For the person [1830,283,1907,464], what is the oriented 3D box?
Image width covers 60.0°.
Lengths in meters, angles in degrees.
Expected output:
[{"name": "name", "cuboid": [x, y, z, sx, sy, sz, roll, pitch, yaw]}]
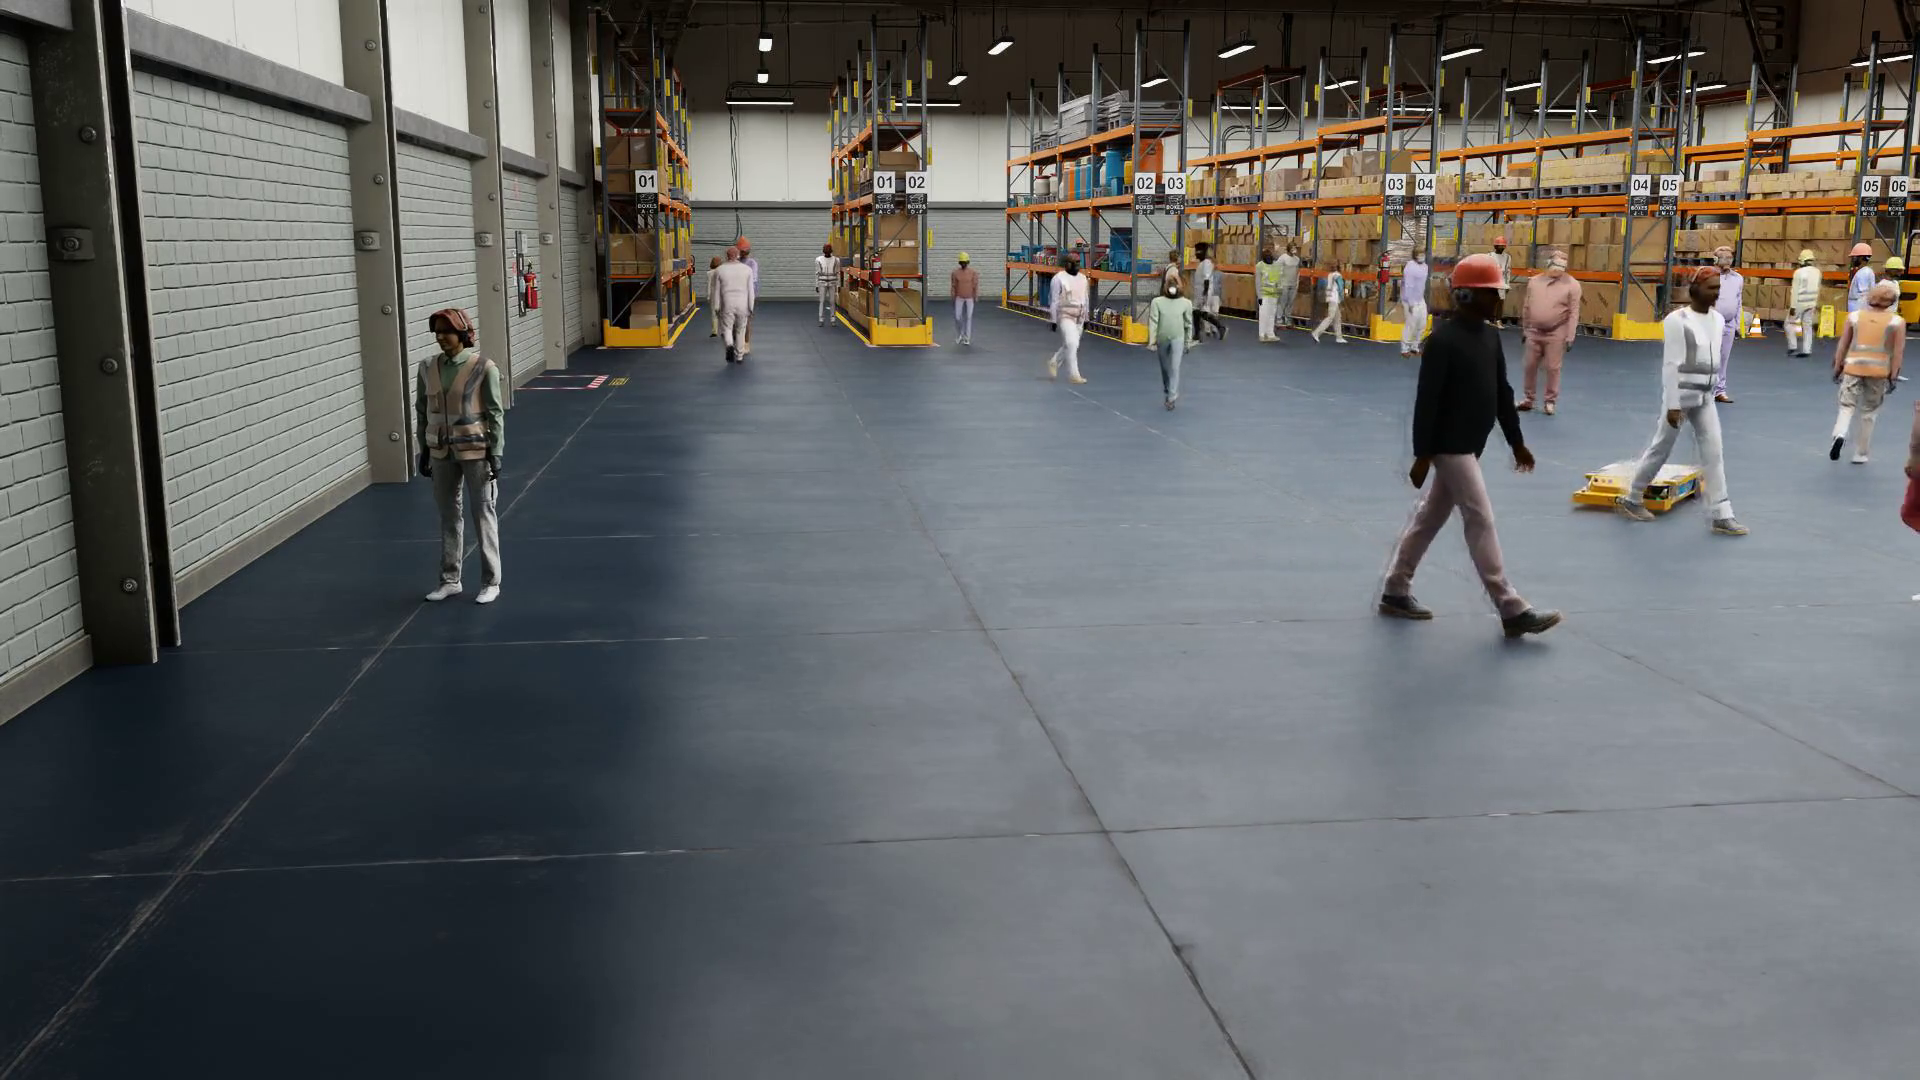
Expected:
[{"name": "person", "cuboid": [8.014, -1.457, 14.730, 0.559, 1.616, 0.555, 9, 13, 40]}]

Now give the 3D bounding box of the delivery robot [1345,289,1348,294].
[{"name": "delivery robot", "cuboid": [11.505, -7.346, 49.683, 0.707, 0.478, 0.477, 4, 11, 23]}]

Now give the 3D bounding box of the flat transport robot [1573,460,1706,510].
[{"name": "flat transport robot", "cuboid": [5.288, -0.439, 12.855, 0.652, 0.197, 1.431, 7, 13, 35]}]

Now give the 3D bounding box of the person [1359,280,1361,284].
[{"name": "person", "cuboid": [11.947, -7.953, 49.556, 0.493, 1.902, 0.639, 6, 12, 30]}]

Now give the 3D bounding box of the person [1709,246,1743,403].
[{"name": "person", "cuboid": [9.268, -2.626, 20.344, 0.642, 1.913, 0.409, -2, 10, -8]}]

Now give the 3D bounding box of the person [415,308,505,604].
[{"name": "person", "cuboid": [-2.762, -0.459, 9.211, 0.518, 1.639, 0.312, 3, 11, 15]}]

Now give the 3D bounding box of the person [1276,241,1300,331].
[{"name": "person", "cuboid": [7.099, -5.489, 35.998, 0.632, 1.931, 0.375, -8, 13, -37]}]

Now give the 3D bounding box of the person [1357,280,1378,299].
[{"name": "person", "cuboid": [10.014, -6.265, 40.902, 0.505, 1.699, 0.901, 0, 10, -1]}]

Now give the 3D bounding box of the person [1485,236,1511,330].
[{"name": "person", "cuboid": [11.707, -5.582, 36.222, 0.606, 2.035, 0.405, -1, 10, -7]}]

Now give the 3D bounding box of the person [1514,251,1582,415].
[{"name": "person", "cuboid": [6.701, -2.357, 18.994, 0.740, 1.870, 0.468, 10, 14, 42]}]

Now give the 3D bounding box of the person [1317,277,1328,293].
[{"name": "person", "cuboid": [8.949, -6.313, 41.211, 0.538, 1.679, 0.686, 0, 10, 3]}]

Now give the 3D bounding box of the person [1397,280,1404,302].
[{"name": "person", "cuboid": [10.498, -5.977, 38.747, 0.558, 1.917, 0.694, 0, 10, 1]}]

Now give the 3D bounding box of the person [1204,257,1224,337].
[{"name": "person", "cuboid": [5.062, -4.881, 33.550, 0.523, 1.603, 0.750, 1, 10, 7]}]

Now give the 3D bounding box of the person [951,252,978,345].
[{"name": "person", "cuboid": [0.092, -4.533, 31.246, 0.521, 1.746, 0.405, 1, 10, 5]}]

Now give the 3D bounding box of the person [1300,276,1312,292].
[{"name": "person", "cuboid": [8.872, -6.510, 41.703, 0.676, 1.885, 0.418, -3, 11, -18]}]

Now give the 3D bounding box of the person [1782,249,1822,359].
[{"name": "person", "cuboid": [14.078, -3.941, 27.825, 0.619, 1.810, 0.544, -4, 11, -20]}]

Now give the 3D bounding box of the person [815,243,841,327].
[{"name": "person", "cuboid": [-2.990, -5.773, 37.666, 0.574, 1.886, 0.360, -1, 10, -5]}]

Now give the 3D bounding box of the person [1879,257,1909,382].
[{"name": "person", "cuboid": [13.021, -3.065, 23.205, 0.543, 1.743, 0.661, -8, 13, -36]}]

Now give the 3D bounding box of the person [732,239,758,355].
[{"name": "person", "cuboid": [-3.756, -4.156, 28.531, 0.621, 2.003, 0.453, 5, 12, 26]}]

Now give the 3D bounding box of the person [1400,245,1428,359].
[{"name": "person", "cuboid": [7.524, -3.937, 27.577, 0.663, 1.894, 0.506, -10, 14, -43]}]

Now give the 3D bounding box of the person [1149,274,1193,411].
[{"name": "person", "cuboid": [2.506, -2.356, 19.734, 0.494, 1.595, 0.853, 3, 11, 15]}]

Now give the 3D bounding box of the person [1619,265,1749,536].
[{"name": "person", "cuboid": [5.054, -0.986, 11.568, 0.592, 1.839, 0.988, -5, 12, -26]}]

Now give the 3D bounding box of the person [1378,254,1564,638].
[{"name": "person", "cuboid": [2.625, -0.487, 8.554, 1.045, 1.937, 0.604, 8, 13, 38]}]

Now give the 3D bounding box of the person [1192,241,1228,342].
[{"name": "person", "cuboid": [4.649, -4.647, 31.342, 0.710, 1.941, 0.619, -2, 11, -12]}]

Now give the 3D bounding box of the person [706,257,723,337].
[{"name": "person", "cuboid": [-4.906, -4.911, 33.661, 0.493, 1.624, 0.280, -8, 13, -38]}]

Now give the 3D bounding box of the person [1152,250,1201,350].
[{"name": "person", "cuboid": [3.839, -4.299, 29.837, 0.960, 1.788, 0.512, -3, 11, -18]}]

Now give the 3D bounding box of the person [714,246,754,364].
[{"name": "person", "cuboid": [-3.594, -3.739, 26.522, 0.641, 1.885, 0.552, -2, 11, -11]}]

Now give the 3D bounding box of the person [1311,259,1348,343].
[{"name": "person", "cuboid": [7.064, -4.547, 31.699, 0.751, 1.609, 0.517, -1, 10, -6]}]

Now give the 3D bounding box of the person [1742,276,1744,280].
[{"name": "person", "cuboid": [20.928, -7.110, 44.911, 0.585, 1.921, 0.392, -1, 10, -8]}]

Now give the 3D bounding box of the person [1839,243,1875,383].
[{"name": "person", "cuboid": [12.455, -3.139, 23.085, 0.377, 1.936, 0.549, 7, 13, 35]}]

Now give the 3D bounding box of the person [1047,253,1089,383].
[{"name": "person", "cuboid": [1.500, -3.118, 23.339, 0.621, 1.819, 0.803, -9, 13, -39]}]

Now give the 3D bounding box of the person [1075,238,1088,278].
[{"name": "person", "cuboid": [3.545, -7.997, 49.583, 0.610, 1.988, 0.402, -2, 11, -11]}]

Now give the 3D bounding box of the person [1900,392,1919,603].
[{"name": "person", "cuboid": [5.368, -0.464, 8.921, 0.546, 1.750, 0.485, -3, 11, -15]}]

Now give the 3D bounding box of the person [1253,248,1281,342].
[{"name": "person", "cuboid": [6.002, -4.716, 32.119, 0.777, 1.804, 0.438, -7, 13, -35]}]
